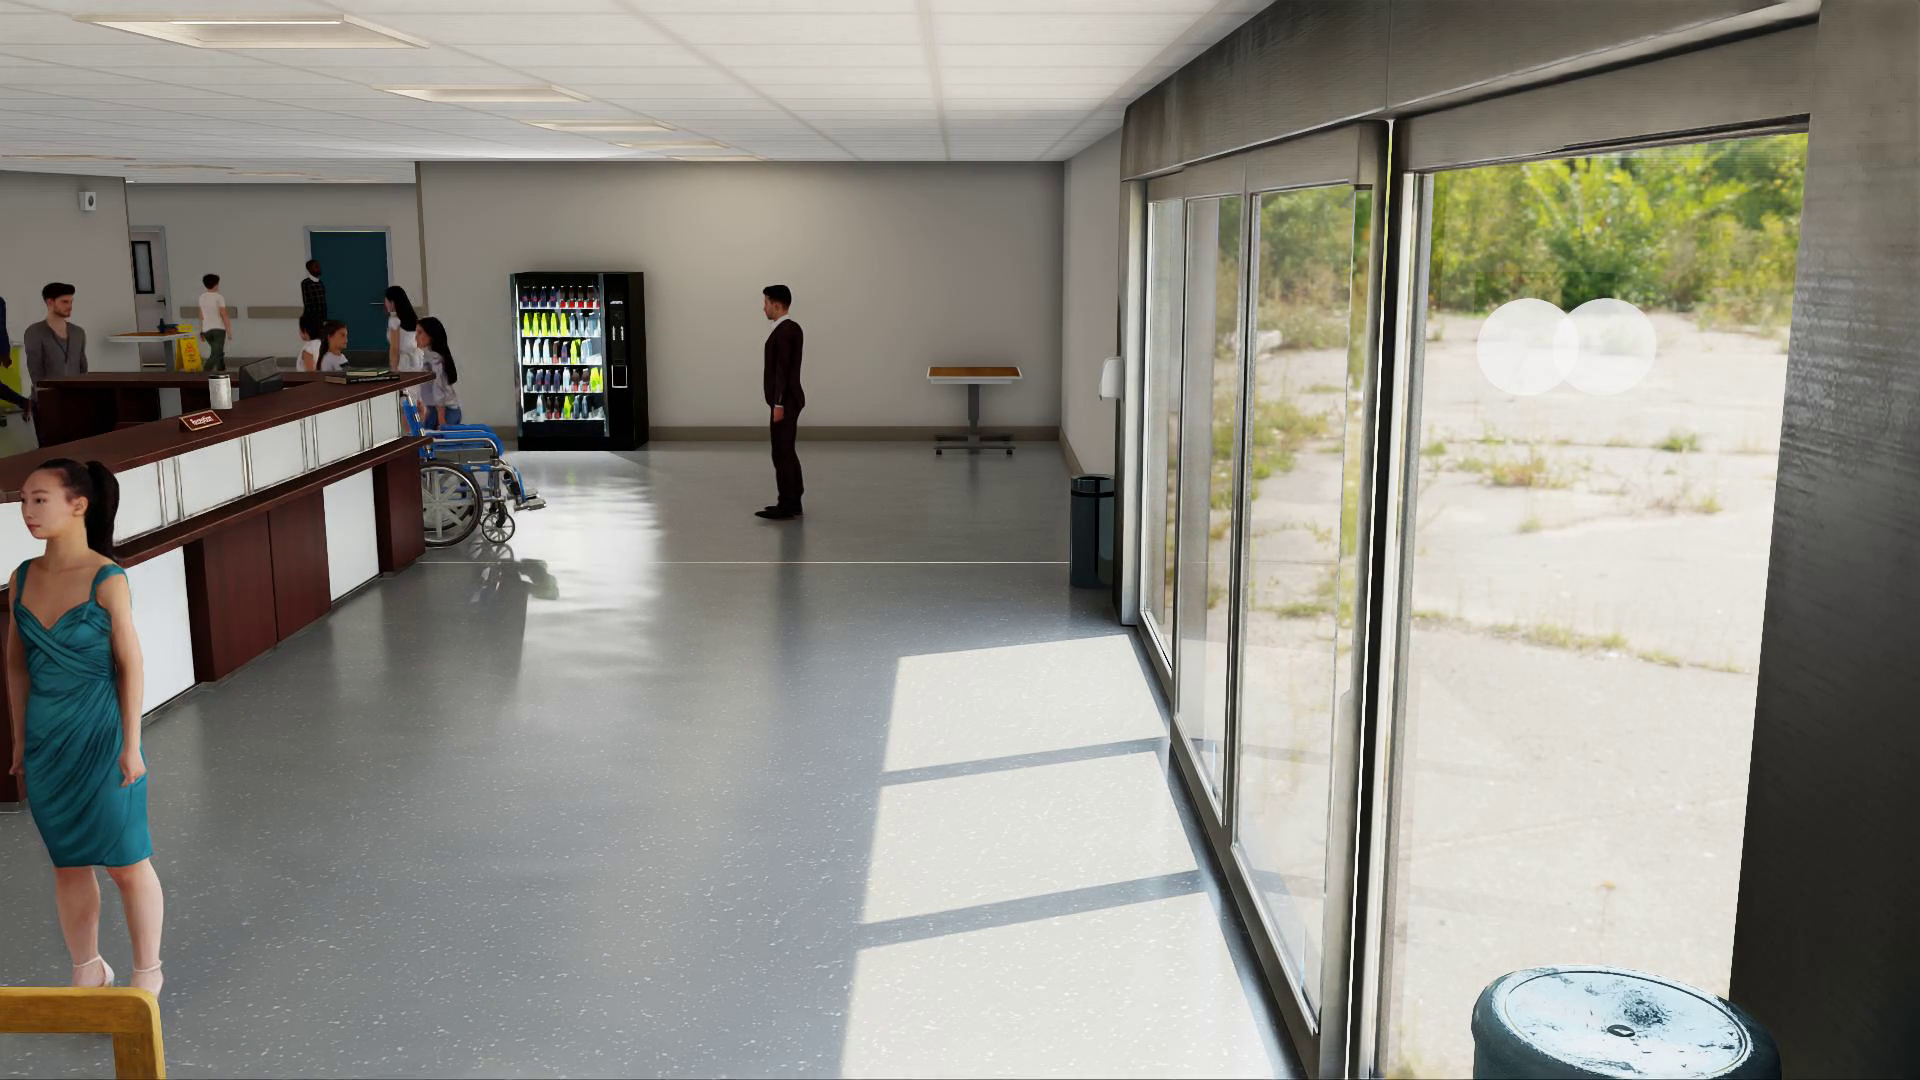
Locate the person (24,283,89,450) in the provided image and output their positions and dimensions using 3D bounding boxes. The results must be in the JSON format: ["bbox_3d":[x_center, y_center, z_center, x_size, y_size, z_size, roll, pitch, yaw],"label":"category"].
[{"bbox_3d":[-7.011,-1.011,12.829,1.280,1.853,1.098,7,13,33],"label":"person"}]

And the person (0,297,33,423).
[{"bbox_3d":[-10.936,-2.124,18.857,1.100,1.793,1.033,6,12,27],"label":"person"}]

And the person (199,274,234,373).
[{"bbox_3d":[-10.503,-2.883,23.318,1.110,1.621,0.822,3,11,14],"label":"person"}]

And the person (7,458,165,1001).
[{"bbox_3d":[-2.508,0.603,4.774,0.477,1.686,0.657,2,11,12],"label":"person"}]

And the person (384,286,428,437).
[{"bbox_3d":[-5.152,-1.502,15.676,0.858,1.757,0.818,6,12,28],"label":"person"}]

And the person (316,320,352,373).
[{"bbox_3d":[-5.316,-1.068,13.965,0.590,1.543,0.570,1,11,3],"label":"person"}]

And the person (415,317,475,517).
[{"bbox_3d":[-4.026,-0.960,13.234,0.730,1.603,0.659,0,11,-1],"label":"person"}]

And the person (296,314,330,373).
[{"bbox_3d":[-5.736,-1.245,14.871,0.546,1.553,0.580,1,11,7],"label":"person"}]

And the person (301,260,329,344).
[{"bbox_3d":[-9.537,-3.225,24.589,0.615,1.820,0.701,2,11,11],"label":"person"}]

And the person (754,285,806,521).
[{"bbox_3d":[-1.395,-1.106,13.319,0.610,1.858,0.678,0,11,2],"label":"person"}]
